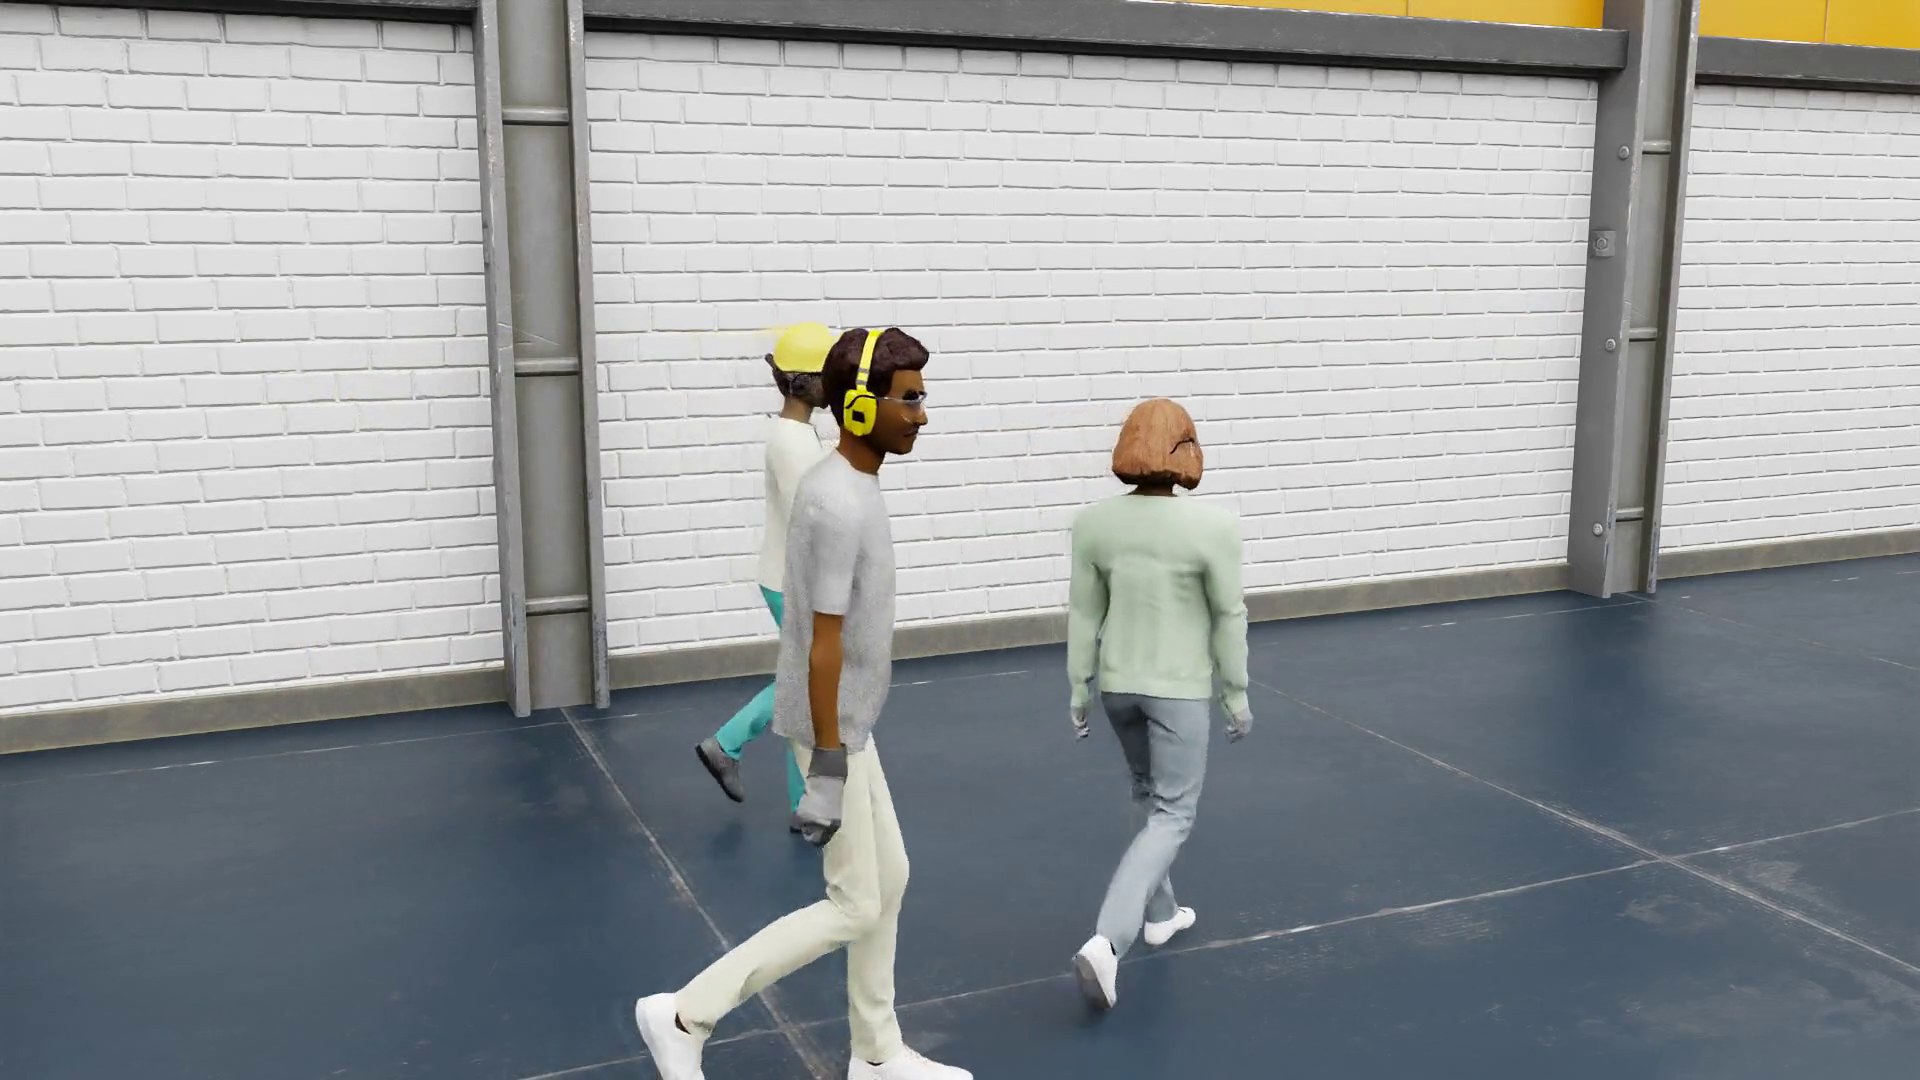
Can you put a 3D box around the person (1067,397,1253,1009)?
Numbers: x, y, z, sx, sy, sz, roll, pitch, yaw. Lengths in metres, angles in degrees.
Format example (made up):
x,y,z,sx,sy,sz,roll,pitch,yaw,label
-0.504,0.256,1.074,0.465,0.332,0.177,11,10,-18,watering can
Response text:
x,y,z,sx,sy,sz,roll,pitch,yaw,label
0.498,0.419,4.494,0.498,1.605,0.750,7,13,35,person

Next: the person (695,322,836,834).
x,y,z,sx,sy,sz,roll,pitch,yaw,label
-0.604,0.144,5.625,0.501,1.756,0.529,-1,10,-5,person

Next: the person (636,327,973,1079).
x,y,z,sx,sy,sz,roll,pitch,yaw,label
-0.347,0.435,3.774,0.683,1.841,0.569,-1,10,-4,person
